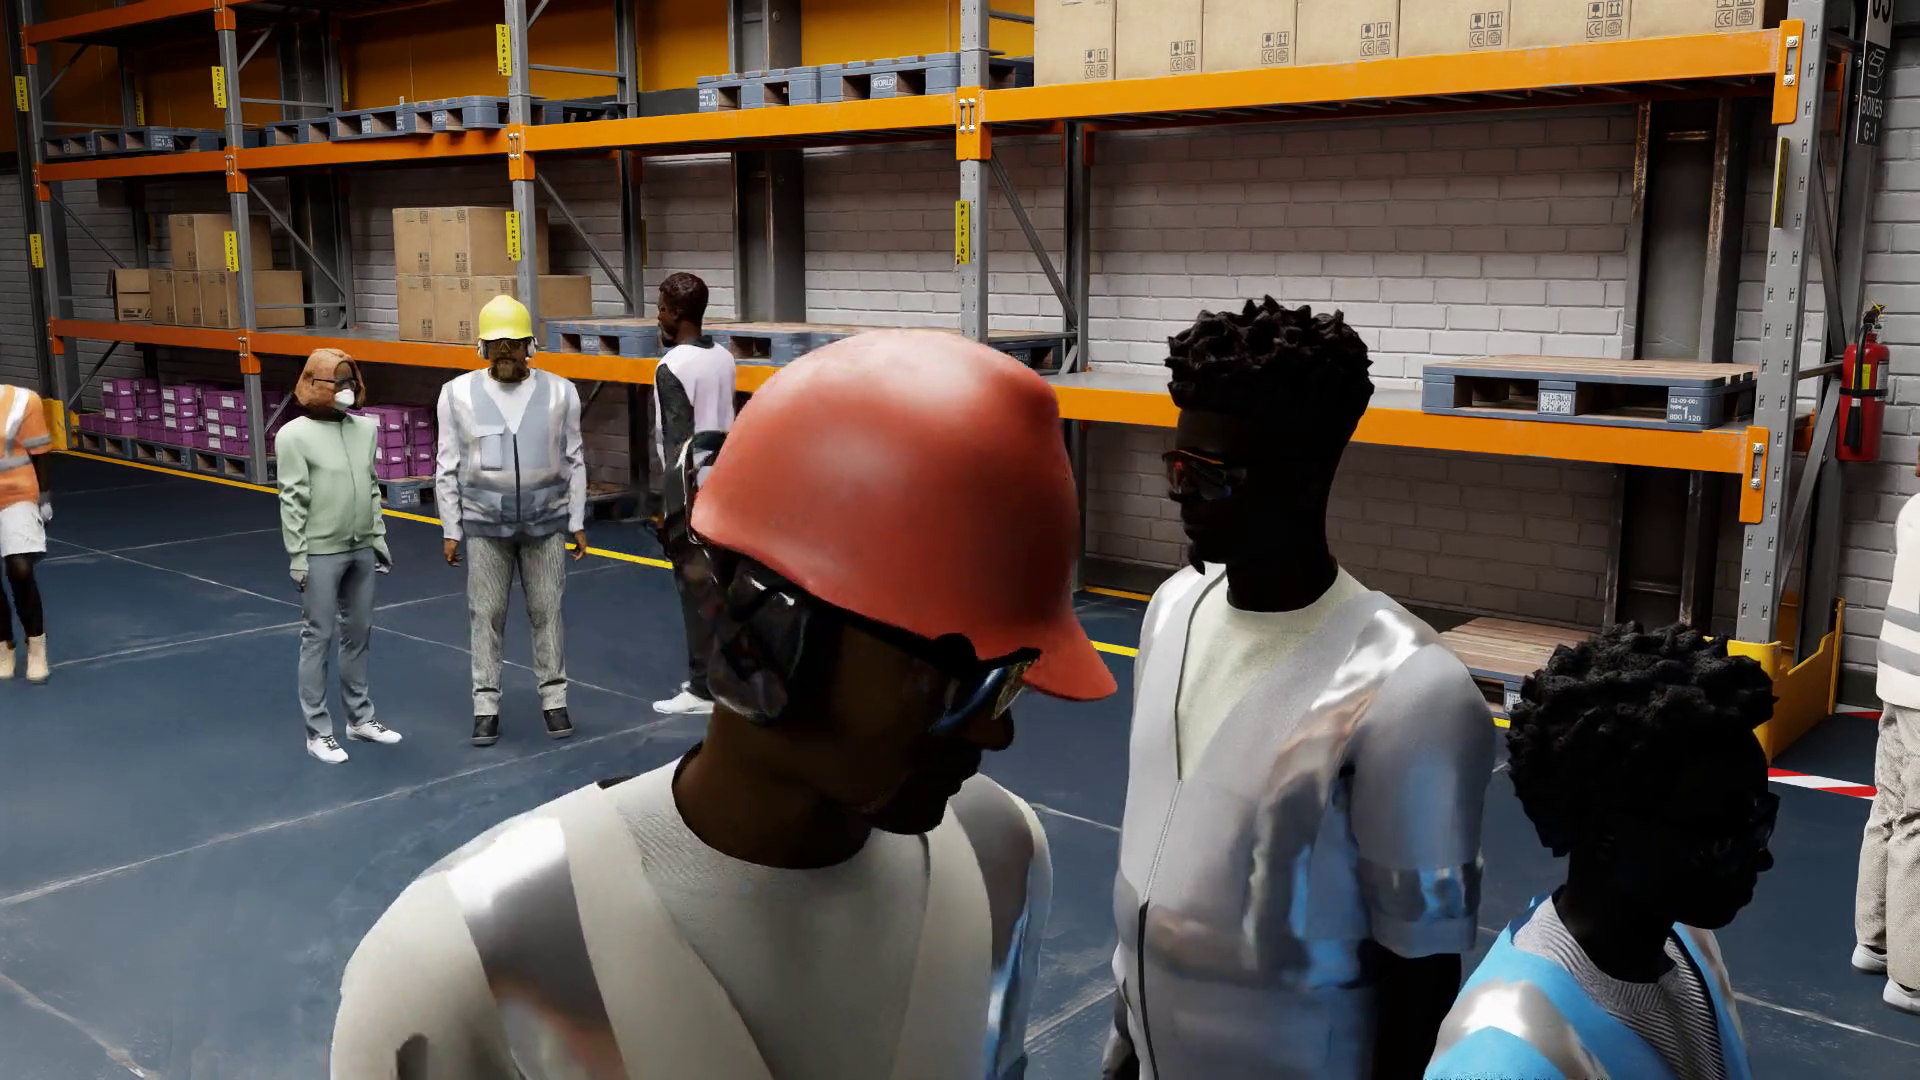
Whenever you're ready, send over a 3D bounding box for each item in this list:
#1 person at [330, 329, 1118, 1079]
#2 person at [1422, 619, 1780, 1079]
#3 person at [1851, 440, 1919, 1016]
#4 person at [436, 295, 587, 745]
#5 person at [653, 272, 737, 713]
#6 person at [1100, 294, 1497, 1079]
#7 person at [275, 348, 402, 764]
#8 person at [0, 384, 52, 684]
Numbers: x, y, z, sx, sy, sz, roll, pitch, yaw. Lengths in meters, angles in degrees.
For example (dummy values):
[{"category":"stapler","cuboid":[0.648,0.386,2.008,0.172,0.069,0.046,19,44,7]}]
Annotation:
[{"category":"person","cuboid":[-0.221,0.825,1.308,0.719,1.973,1.054,-7,12,-36]},{"category":"person","cuboid":[0.587,0.904,1.610,0.319,1.695,0.539,7,12,36]},{"category":"person","cuboid":[2.600,0.439,4.420,0.309,1.641,0.514,2,10,13]},{"category":"person","cuboid":[-1.824,-0.077,6.812,0.600,1.831,0.404,-4,11,-19]},{"category":"person","cuboid":[-1.141,-0.198,7.255,0.375,1.917,0.598,2,10,14]},{"category":"person","cuboid":[0.376,0.677,2.140,0.367,1.966,0.603,-5,11,-28]},{"category":"person","cuboid":[-2.474,0.055,6.626,0.276,1.632,0.507,5,11,24]},{"category":"person","cuboid":[-4.475,-0.147,7.647,0.535,1.678,0.520,-3,10,-17]}]
